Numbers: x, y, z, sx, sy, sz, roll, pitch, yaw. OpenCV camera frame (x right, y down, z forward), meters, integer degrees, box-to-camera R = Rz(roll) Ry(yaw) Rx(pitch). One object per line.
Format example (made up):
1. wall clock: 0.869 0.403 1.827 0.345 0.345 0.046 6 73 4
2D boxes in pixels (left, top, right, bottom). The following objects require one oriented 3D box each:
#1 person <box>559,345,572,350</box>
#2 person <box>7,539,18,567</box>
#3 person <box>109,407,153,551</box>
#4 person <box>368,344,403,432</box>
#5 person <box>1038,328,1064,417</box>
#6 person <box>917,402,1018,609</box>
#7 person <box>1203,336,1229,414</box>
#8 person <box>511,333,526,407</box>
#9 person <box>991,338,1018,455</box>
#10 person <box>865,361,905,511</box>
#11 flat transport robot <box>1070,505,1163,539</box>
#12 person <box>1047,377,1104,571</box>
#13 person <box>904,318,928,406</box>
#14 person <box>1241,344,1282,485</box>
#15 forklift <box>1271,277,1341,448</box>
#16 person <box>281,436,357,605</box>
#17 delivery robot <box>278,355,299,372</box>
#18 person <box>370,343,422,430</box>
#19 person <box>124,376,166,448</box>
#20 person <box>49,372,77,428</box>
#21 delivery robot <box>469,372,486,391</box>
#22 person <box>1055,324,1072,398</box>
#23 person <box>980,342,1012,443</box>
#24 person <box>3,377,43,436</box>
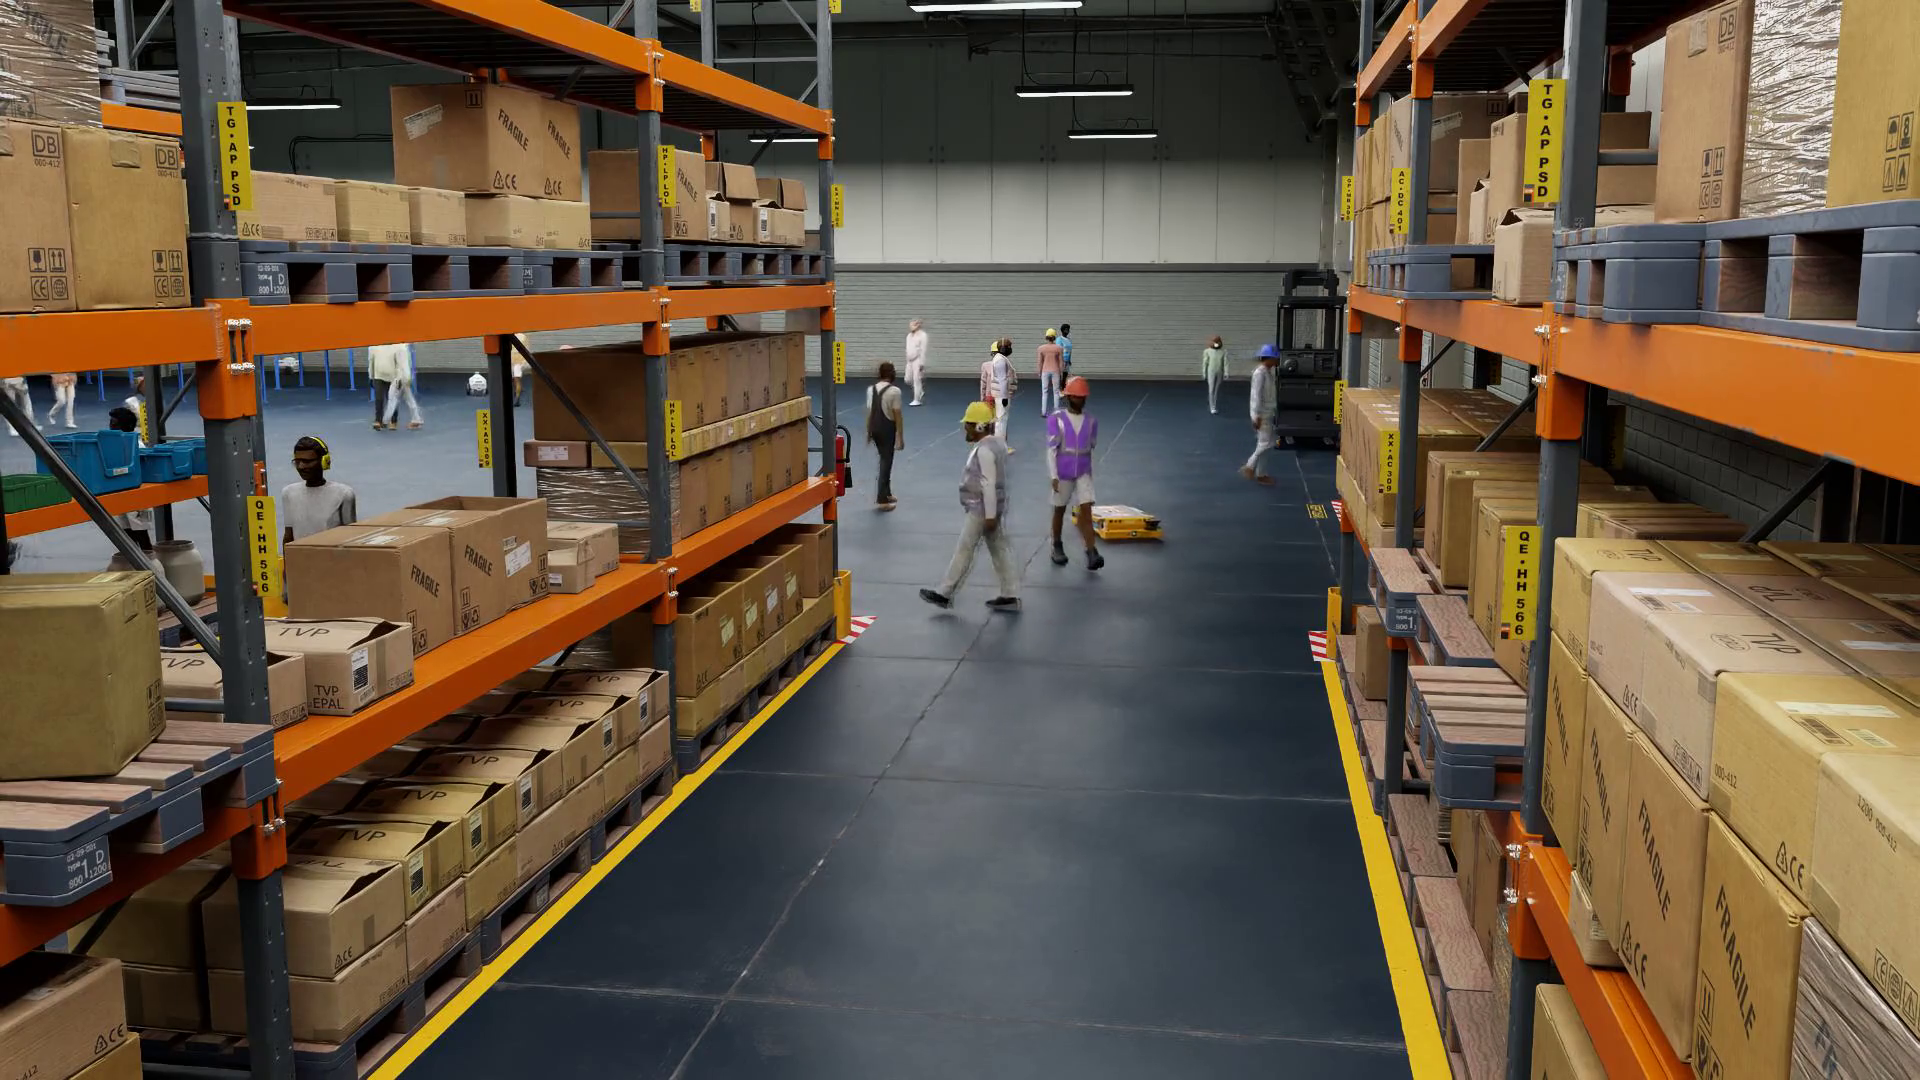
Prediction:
1. person: -5.178 -1.618 22.123 0.376 1.933 0.551 2 9 11
2. person: -9.500 -0.539 15.844 0.714 1.812 0.597 -1 9 -5
3. person: -7.531 -0.357 15.080 0.540 1.696 0.316 6 11 35
4. person: -10.497 -2.957 30.405 0.627 1.930 1.019 -2 9 -11
5. person: 1.813 -3.334 33.215 0.525 1.772 0.308 1 9 5
6. person: 0.084 -0.284 14.313 0.907 1.791 0.623 1 9 6
7. person: 5.231 -3.350 33.853 0.502 1.594 0.802 -1 9 -5
8. person: -9.622 -3.832 35.803 0.577 1.924 0.399 2 9 12
9. person: 0.708 -2.307 26.658 0.429 1.844 0.626 0 9 -2
10. person: -0.893 -1.291 20.507 0.577 1.806 0.762 7 11 37
11. flat transport robot: 1.746 -0.224 18.772 0.652 0.197 1.431 -2 9 -12
12. person: 1.124 -0.655 16.344 0.553 1.883 1.002 -2 10 -14
13. person: -0.948 -3.856 36.065 0.464 1.888 0.650 -8 12 -41
14. person: 4.148 -1.698 22.607 0.428 1.934 0.635 4 10 24
15. forklift: 5.847 -3.016 27.970 1.129 2.768 1.873 1 9 9
16. person: -4.144 0.252 10.790 0.526 1.869 0.315 0 9 3
17. delivery robot: -18.911 -4.976 46.921 0.707 0.478 0.477 6 11 32
18. person: -10.423 -2.970 30.589 1.005 1.887 0.633 -4 10 -25
19. person: -10.012 -1.203 20.526 0.502 1.620 0.518 9 13 43
20. person: -16.667 -2.881 30.864 0.487 1.617 0.542 4 10 21
21. delivery robot: -11.343 -3.708 39.096 0.477 0.478 0.707 -4 10 -21
22. person: 2.405 -4.155 38.512 0.320 1.692 0.531 7 11 35
23. person: 0.591 -2.341 27.086 0.533 1.772 0.298 1 9 9
24. person: -16.773 -2.781 29.640 0.535 1.820 0.889 0 9 1
